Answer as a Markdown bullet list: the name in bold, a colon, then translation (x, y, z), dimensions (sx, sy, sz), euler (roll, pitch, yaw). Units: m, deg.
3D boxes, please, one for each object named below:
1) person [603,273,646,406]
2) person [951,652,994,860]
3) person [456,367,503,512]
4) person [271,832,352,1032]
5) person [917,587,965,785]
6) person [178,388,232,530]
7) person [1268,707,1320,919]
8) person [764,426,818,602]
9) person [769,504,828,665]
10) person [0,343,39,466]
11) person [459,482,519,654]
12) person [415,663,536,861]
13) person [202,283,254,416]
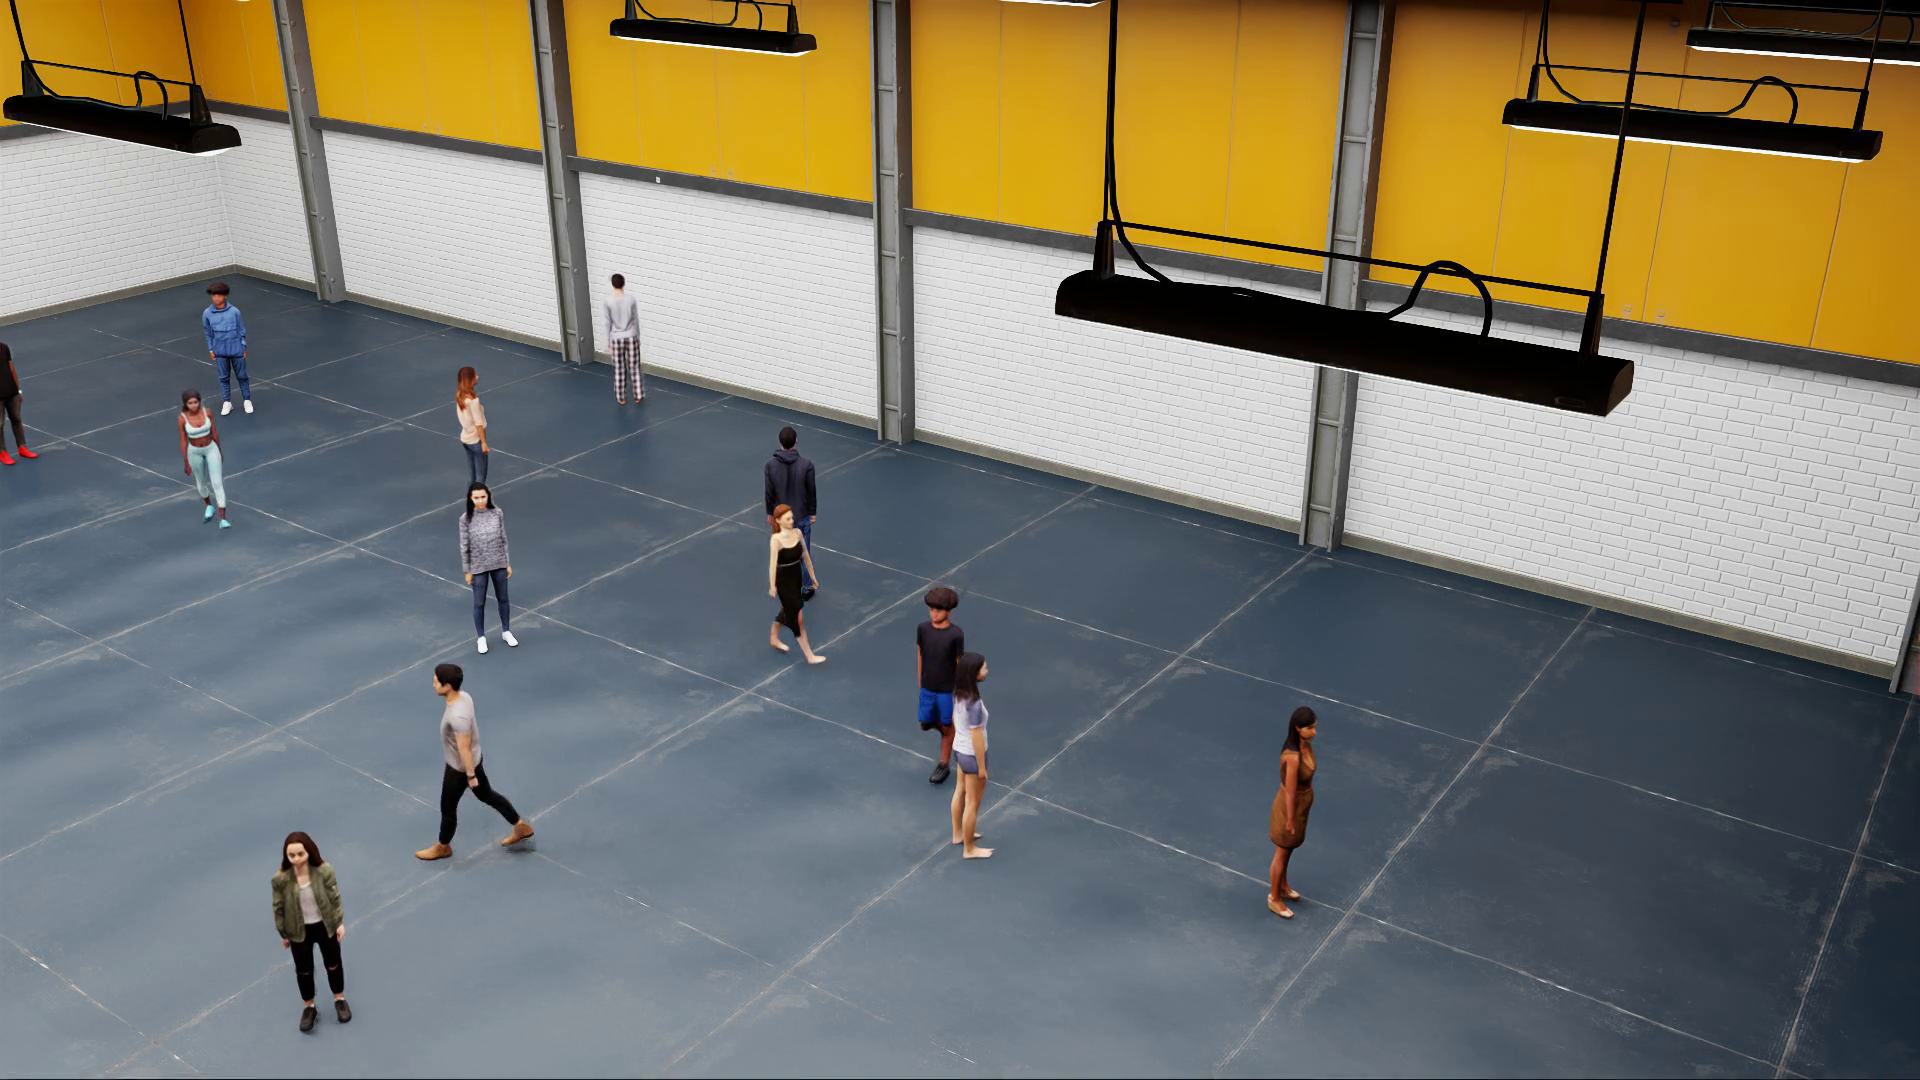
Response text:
- **person**: translation (-4.641, -2.780, 22.957), dimensions (0.701, 1.847, 0.737), euler (-6, 24, -14)
- **person**: translation (0.080, 1.657, 12.951), dimensions (0.714, 1.733, 0.612), euler (-8, 25, -18)
- **person**: translation (-5.644, -1.151, 19.301), dimensions (0.693, 1.792, 0.537), euler (-19, 30, -37)
- **person**: translation (-4.335, 2.593, 11.132), dimensions (0.651, 1.475, 0.676), euler (-8, 25, -18)
- **person**: translation (-0.123, 1.174, 13.987), dimensions (0.829, 1.788, 0.763), euler (10, 25, 21)
- **person**: translation (-8.650, -0.958, 19.019), dimensions (0.911, 1.663, 1.195), euler (-13, 27, -27)
- **person**: translation (2.453, 1.983, 12.262), dimensions (0.559, 1.686, 0.590), euler (10, 26, 23)
- **person**: translation (-1.743, -0.261, 17.138), dimensions (0.735, 1.893, 0.818), euler (-2, 24, -5)
- **person**: translation (-1.714, 0.396, 16.021), dimensions (1.011, 1.584, 0.557), euler (16, 28, 32)
- **person**: translation (-12.056, -1.856, 20.898), dimensions (0.552, 1.804, 0.647), euler (13, 27, 28)
- **person**: translation (-4.598, 0.240, 16.193), dimensions (0.689, 1.732, 0.663), euler (-13, 27, -28)
- **person**: translation (-3.737, 1.723, 12.866), dimensions (1.182, 1.679, 1.110), euler (-3, 24, -8)
- **person**: translation (-9.968, -2.623, 22.643), dimensions (0.760, 1.811, 0.790), euler (-7, 25, -15)
